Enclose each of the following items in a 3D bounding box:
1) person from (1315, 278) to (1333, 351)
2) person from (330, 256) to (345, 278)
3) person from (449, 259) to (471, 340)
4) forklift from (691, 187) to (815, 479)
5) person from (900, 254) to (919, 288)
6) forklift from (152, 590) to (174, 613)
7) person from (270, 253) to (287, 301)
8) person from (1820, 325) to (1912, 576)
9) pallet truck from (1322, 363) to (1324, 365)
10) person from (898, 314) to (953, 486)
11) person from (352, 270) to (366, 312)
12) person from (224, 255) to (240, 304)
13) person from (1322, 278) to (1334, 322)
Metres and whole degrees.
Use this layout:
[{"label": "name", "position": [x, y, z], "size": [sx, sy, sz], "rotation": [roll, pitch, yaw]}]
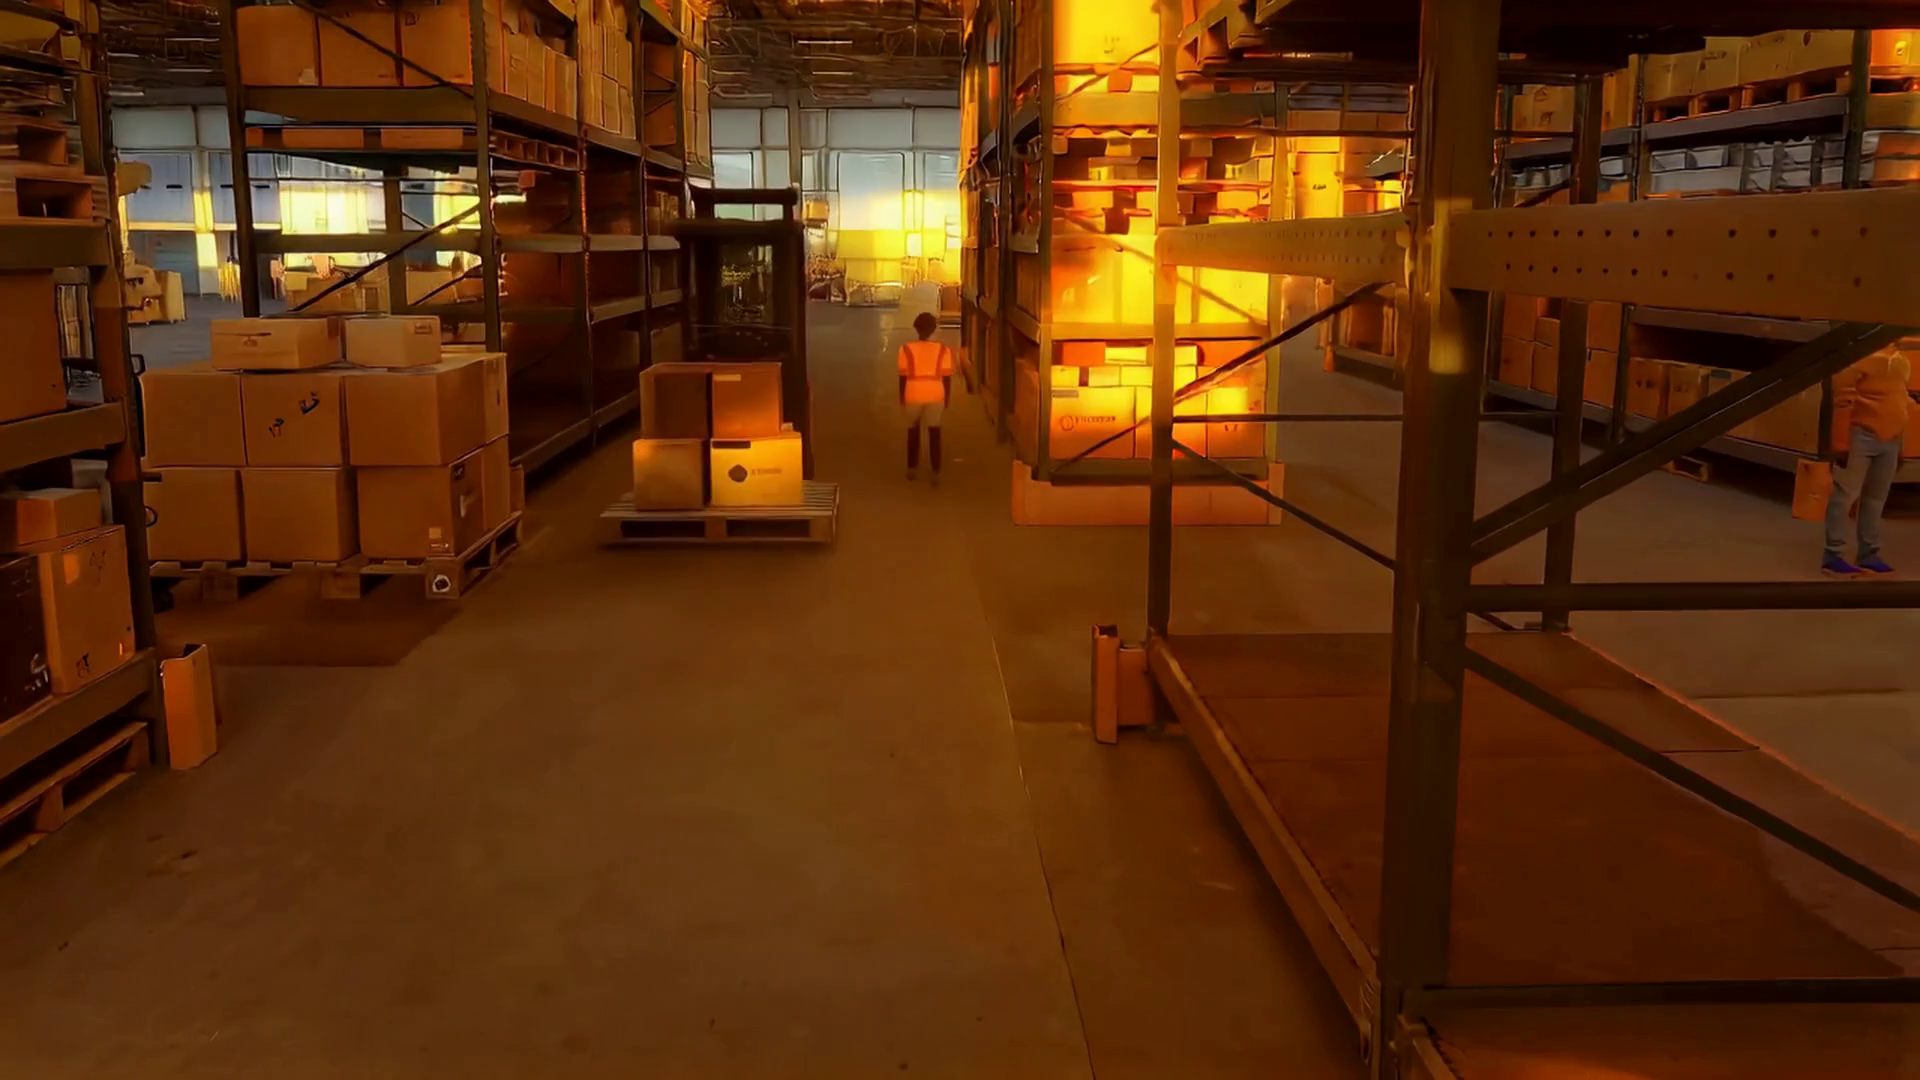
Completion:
[{"label": "person", "position": [7.901, -4.913, 35.788], "size": [0.315, 1.696, 0.541], "rotation": [-10, 14, -43]}, {"label": "person", "position": [-17.470, -6.990, 46.692], "size": [0.374, 1.934, 0.549], "rotation": [1, 10, 8]}, {"label": "person", "position": [-11.894, -5.729, 39.644], "size": [0.629, 1.939, 0.630], "rotation": [-3, 10, -14]}, {"label": "forklift", "position": [-1.937, -1.810, 15.205], "size": [1.129, 2.768, 1.873], "rotation": [0, 10, -2]}, {"label": "person", "position": [-1.668, -8.501, 55.103], "size": [0.635, 1.937, 0.353], "rotation": [-1, 10, -5]}, {"label": "forklift", "position": [-5.858, -0.811, 9.639], "size": [1.873, 2.768, 1.129], "rotation": [-1, 10, -3]}, {"label": "person", "position": [-27.023, -10.457, 65.985], "size": [0.605, 1.943, 0.402], "rotation": [-7, 13, -36]}, {"label": "person", "position": [6.423, -0.691, 11.723], "size": [0.644, 1.898, 0.397], "rotation": [-3, 11, -18]}, {"label": "pallet truck", "position": [7.712, -4.157, 30.737], "size": [1.885, 1.965, 0.823], "rotation": [3, 11, 16]}, {"label": "person", "position": [-0.332, -1.359, 16.119], "size": [0.546, 1.652, 0.873], "rotation": [-1, 10, -8]}, {"label": "person", "position": [-12.403, -4.696, 34.390], "size": [0.313, 1.769, 0.525], "rotation": [-4, 11, -21]}, {"label": "person", "position": [-27.499, -9.825, 62.762], "size": [0.580, 1.856, 0.414], "rotation": [-1, 10, -7]}, {"label": "person", "position": [10.856, -7.356, 48.723], "size": [0.371, 1.939, 0.629], "rotation": [-6, 12, -32]}]
